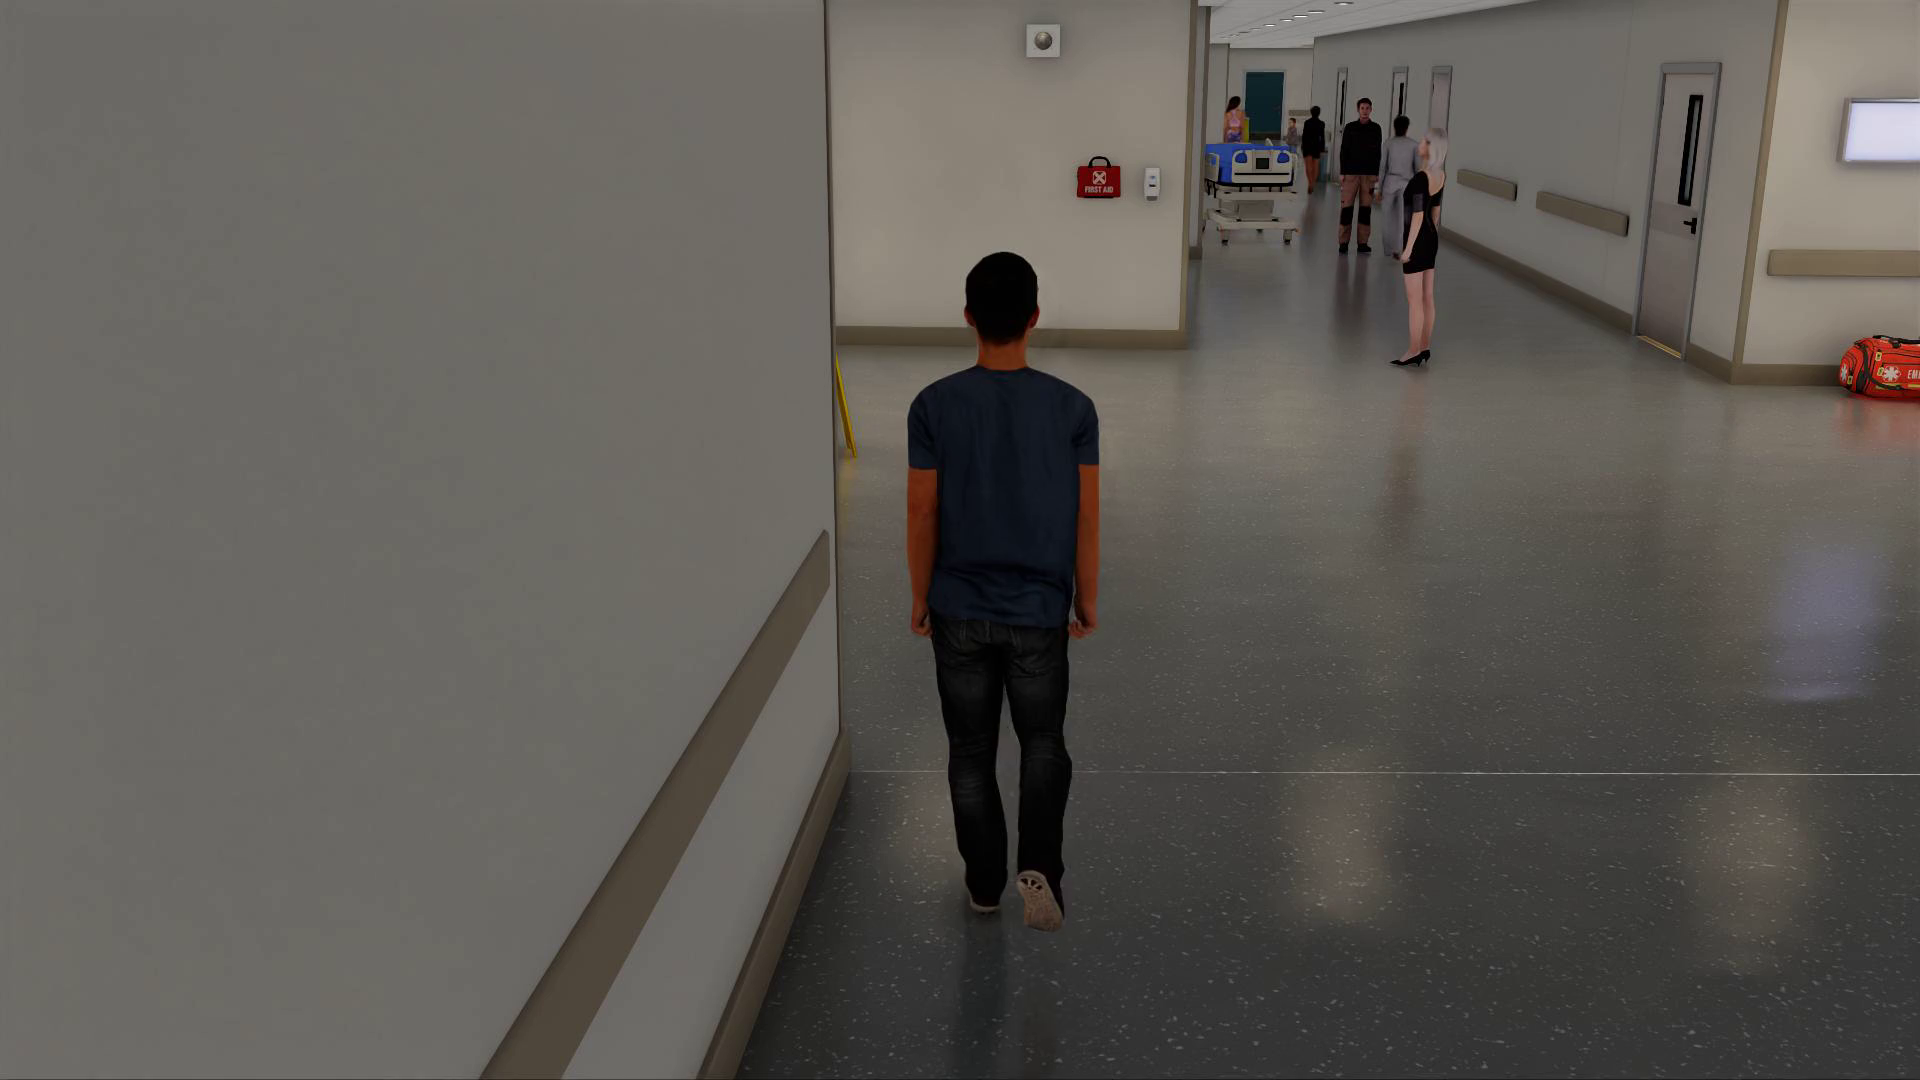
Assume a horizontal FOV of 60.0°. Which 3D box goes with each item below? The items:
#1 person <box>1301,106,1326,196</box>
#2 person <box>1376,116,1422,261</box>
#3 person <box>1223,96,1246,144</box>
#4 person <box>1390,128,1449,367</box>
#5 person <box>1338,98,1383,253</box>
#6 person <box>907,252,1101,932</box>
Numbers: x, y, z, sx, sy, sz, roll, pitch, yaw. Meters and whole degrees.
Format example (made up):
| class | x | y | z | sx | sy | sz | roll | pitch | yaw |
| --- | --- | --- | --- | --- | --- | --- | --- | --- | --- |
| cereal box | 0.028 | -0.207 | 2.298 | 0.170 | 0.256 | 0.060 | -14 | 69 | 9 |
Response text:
| class | x | y | z | sx | sy | sz | roll | pitch | yaw |
| --- | --- | --- | --- | --- | --- | --- | --- | --- | --- |
| person | 6.464 | -7.108 | 30.529 | 0.940 | 1.594 | 0.642 | 1 | 16 | 2 |
| person | 5.294 | -4.219 | 20.091 | 1.152 | 1.697 | 0.867 | 5 | 16 | 16 |
| person | 5.553 | -8.069 | 33.720 | 1.147 | 1.712 | 0.777 | 4 | 16 | 12 |
| person | 3.605 | -2.283 | 12.987 | 0.685 | 1.827 | 0.662 | 13 | 20 | 38 |
| person | 5.091 | -4.643 | 21.176 | 0.548 | 1.925 | 0.761 | 0 | 16 | 1 |
| person | 0.108 | 0.191 | 4.267 | 0.842 | 1.796 | 0.769 | 0 | 16 | -2 |
